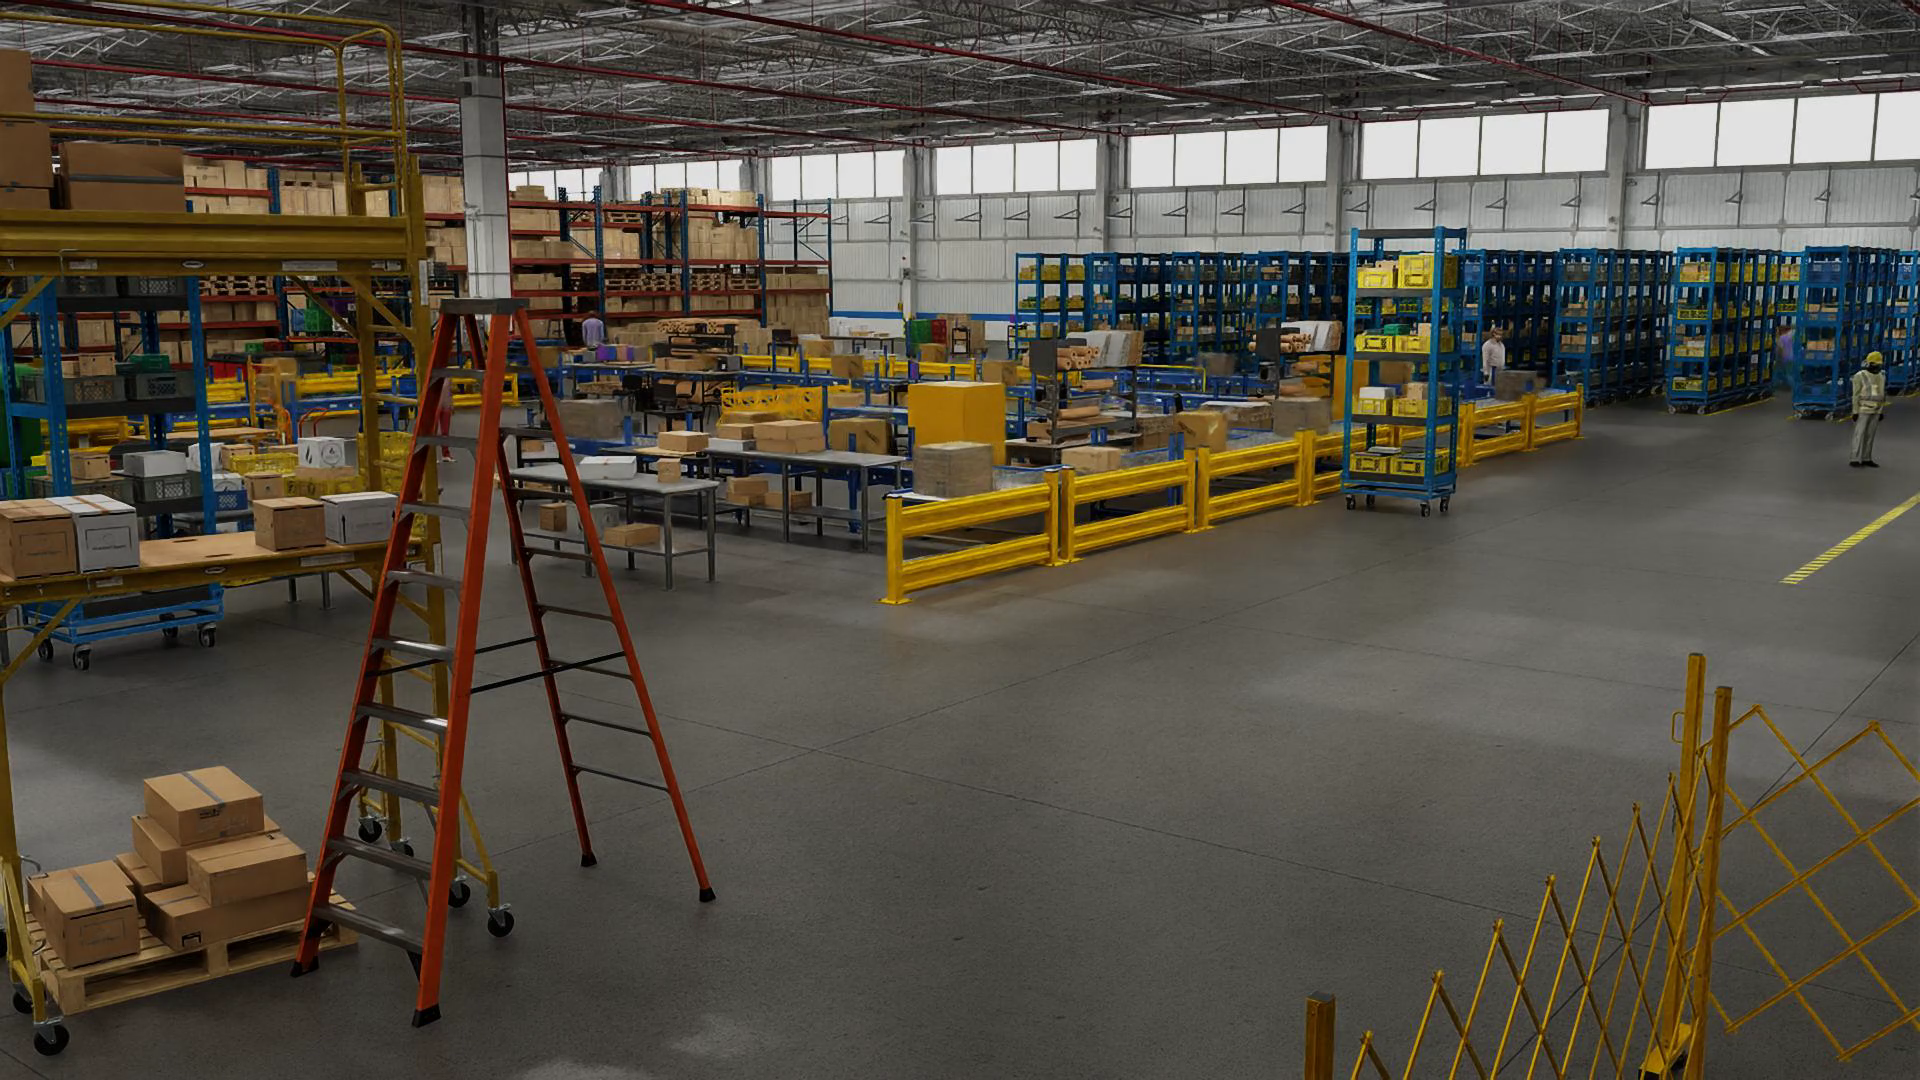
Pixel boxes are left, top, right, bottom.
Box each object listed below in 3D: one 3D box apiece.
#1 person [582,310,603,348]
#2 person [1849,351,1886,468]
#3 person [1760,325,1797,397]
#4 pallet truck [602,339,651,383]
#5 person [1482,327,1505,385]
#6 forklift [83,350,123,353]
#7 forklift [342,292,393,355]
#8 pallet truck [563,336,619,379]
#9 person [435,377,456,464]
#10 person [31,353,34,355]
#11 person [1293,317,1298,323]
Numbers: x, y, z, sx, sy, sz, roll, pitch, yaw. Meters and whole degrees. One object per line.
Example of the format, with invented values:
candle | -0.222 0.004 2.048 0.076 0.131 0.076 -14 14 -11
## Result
person | -11.166 -6.024 50.627 0.624 1.925 0.390 -1 9 -5
person | 14.194 -2.029 25.962 0.596 1.828 0.403 -3 10 -19
person | 20.252 -4.385 40.805 0.583 1.802 0.802 -7 11 -36
pallet truck | -8.991 -4.871 45.351 0.653 1.274 1.630 7 11 37
person | 11.291 -3.535 35.125 0.639 1.908 0.409 -7 12 -38
forklift | -31.740 -8.360 62.209 1.129 2.768 1.873 7 11 37
forklift | -16.485 -5.622 45.120 1.129 2.768 1.873 7 11 37
pallet truck | -10.690 -5.294 48.215 1.601 1.201 0.680 -5 10 -26
person | -8.317 -2.102 26.620 0.314 1.767 0.533 7 11 36
person | -32.974 -7.213 58.927 0.542 1.624 0.366 7 12 38
person | 10.265 -6.059 50.601 0.394 1.992 0.622 7 11 36
